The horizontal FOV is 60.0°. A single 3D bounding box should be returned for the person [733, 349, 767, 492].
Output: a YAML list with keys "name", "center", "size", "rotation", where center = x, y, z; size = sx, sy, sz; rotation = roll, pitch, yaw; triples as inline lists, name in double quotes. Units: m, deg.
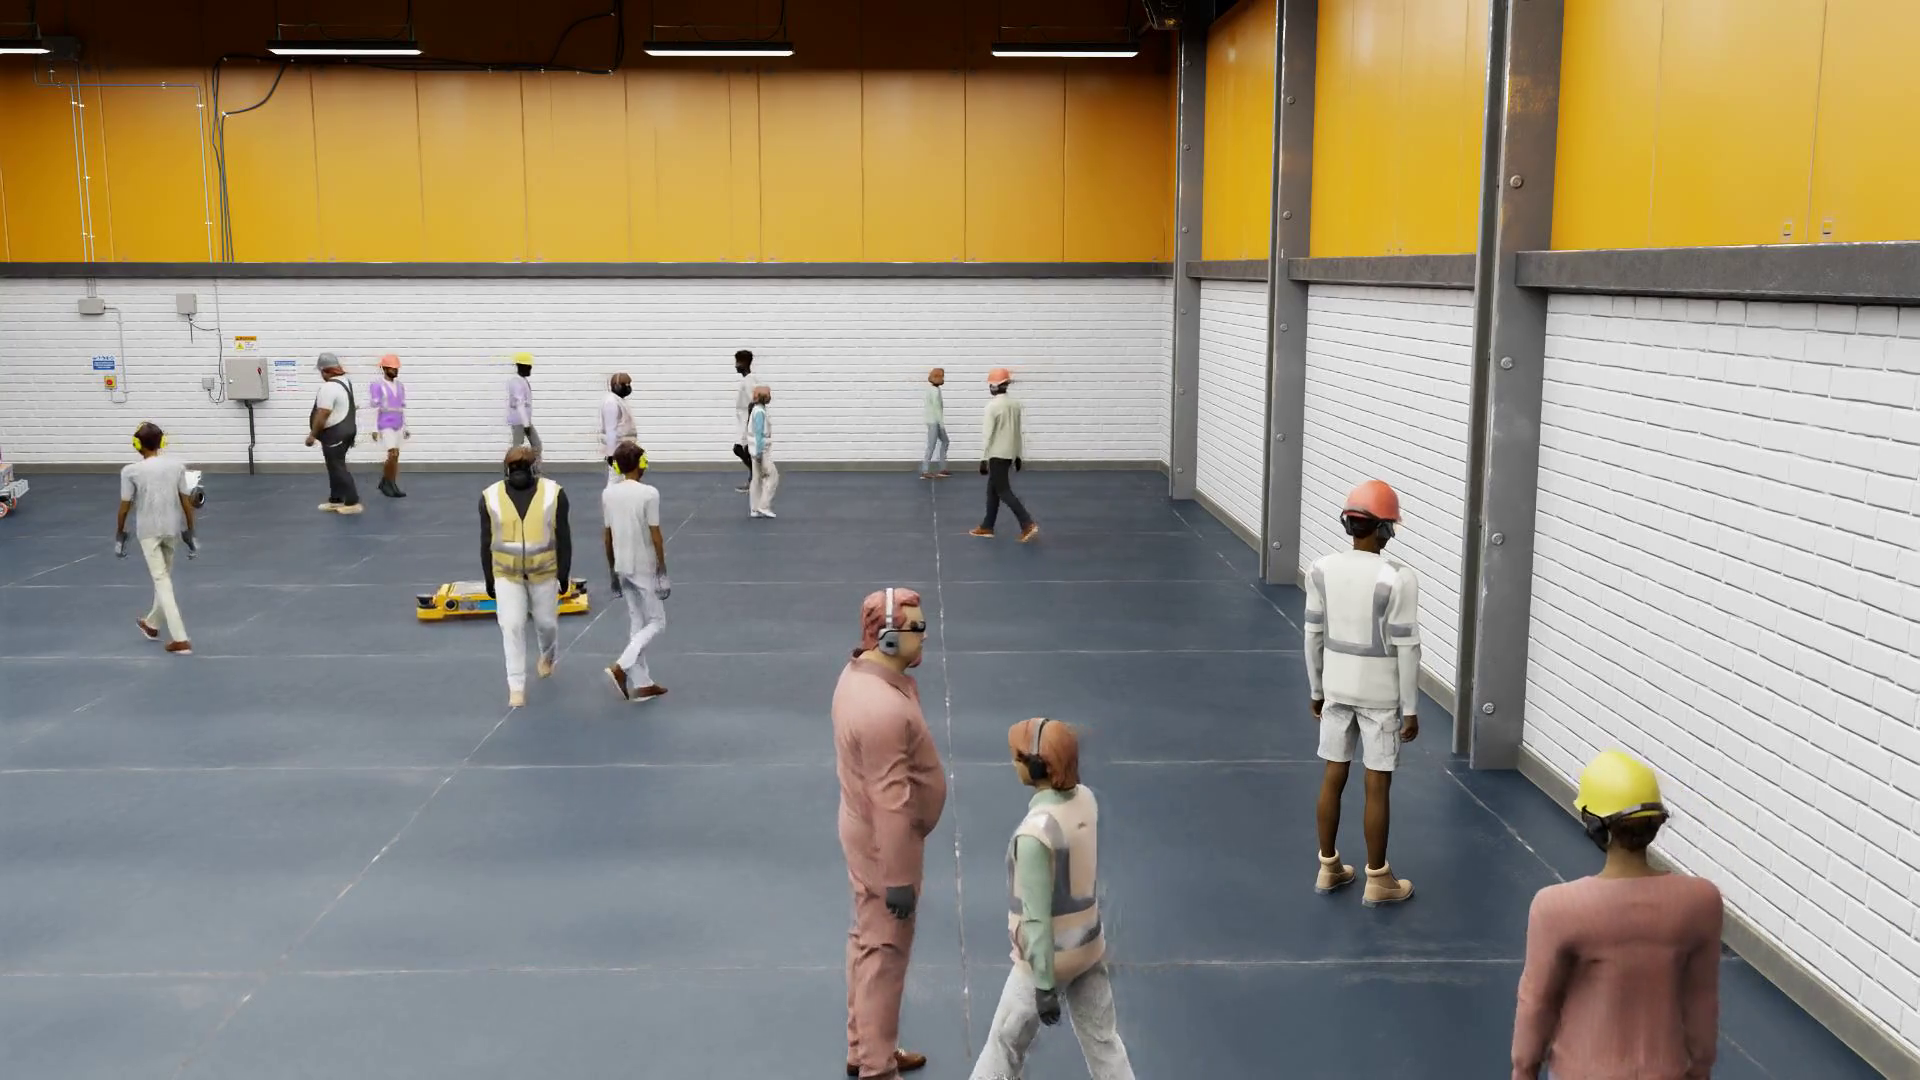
- name: "person"
  center: [-2.883, -1.599, 22.486]
  size: [0.419, 1.951, 0.642]
  rotation: [-1, 9, -6]

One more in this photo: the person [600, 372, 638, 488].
- name: "person"
  center: [-3.923, -1.057, 19.557]
  size: [0.624, 1.819, 0.644]
  rotation: [-1, 9, -6]

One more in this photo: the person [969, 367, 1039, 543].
- name: "person"
  center: [0.511, -0.951, 18.535]
  size: [0.965, 1.961, 0.625]
  rotation: [6, 11, 34]

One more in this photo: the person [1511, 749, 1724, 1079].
- name: "person"
  center: [1.767, 1.433, 4.480]
  size: [0.548, 1.752, 0.443]
  rotation: [0, 9, -2]

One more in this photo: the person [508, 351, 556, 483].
- name: "person"
  center: [-5.927, -1.651, 22.959]
  size: [0.769, 1.898, 0.628]
  rotation: [-1, 9, -4]

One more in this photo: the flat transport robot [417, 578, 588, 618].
- name: "flat transport robot"
  center: [-4.036, 0.506, 14.733]
  size: [1.431, 0.197, 0.652]
  rotation: [-2, 10, -12]

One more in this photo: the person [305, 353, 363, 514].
- name: "person"
  center: [-7.722, -1.334, 20.603]
  size: [0.646, 2.000, 0.704]
  rotation: [0, 9, 0]

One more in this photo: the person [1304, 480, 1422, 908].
- name: "person"
  center: [1.937, 0.727, 7.964]
  size: [0.379, 2.043, 0.605]
  rotation: [-9, 13, -44]

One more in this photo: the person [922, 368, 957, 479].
- name: "person"
  center: [-0.270, -1.683, 24.052]
  size: [0.645, 1.610, 0.524]
  rotation: [-1, 9, -4]

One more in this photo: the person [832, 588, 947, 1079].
- name: "person"
  center: [-0.248, 1.110, 6.030]
  size: [0.403, 1.905, 0.651]
  rotation: [-2, 9, -10]

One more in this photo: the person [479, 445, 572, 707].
- name: "person"
  center: [-3.071, 0.218, 11.801]
  size: [0.628, 1.824, 0.752]
  rotation: [-2, 9, -12]

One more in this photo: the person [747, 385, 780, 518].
- name: "person"
  center: [-2.360, -1.062, 20.182]
  size: [0.456, 1.619, 0.547]
  rotation: [-1, 9, -9]

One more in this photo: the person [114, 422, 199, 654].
- name: "person"
  center: [-6.450, -0.029, 13.264]
  size: [0.957, 1.818, 0.553]
  rotation: [7, 12, 37]

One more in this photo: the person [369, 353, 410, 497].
- name: "person"
  center: [-7.516, -1.505, 22.013]
  size: [0.404, 1.922, 0.577]
  rotation: [4, 10, 23]

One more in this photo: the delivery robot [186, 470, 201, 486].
- name: "delivery robot"
  center: [-10.167, -0.770, 21.402]
  size: [0.707, 0.478, 0.477]
  rotation: [-2, 9, -14]

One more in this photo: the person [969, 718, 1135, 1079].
- name: "person"
  center: [0.284, 1.355, 5.479]
  size: [0.863, 1.588, 0.533]
  rotation: [5, 11, 28]

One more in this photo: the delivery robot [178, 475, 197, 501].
- name: "delivery robot"
  center: [-9.882, -0.678, 20.837]
  size: [0.477, 0.478, 0.707]
  rotation: [0, 9, 2]

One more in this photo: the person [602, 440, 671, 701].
- name: "person"
  center: [-2.285, 0.238, 11.569]
  size: [0.560, 1.846, 0.556]
  rotation: [6, 11, 31]
